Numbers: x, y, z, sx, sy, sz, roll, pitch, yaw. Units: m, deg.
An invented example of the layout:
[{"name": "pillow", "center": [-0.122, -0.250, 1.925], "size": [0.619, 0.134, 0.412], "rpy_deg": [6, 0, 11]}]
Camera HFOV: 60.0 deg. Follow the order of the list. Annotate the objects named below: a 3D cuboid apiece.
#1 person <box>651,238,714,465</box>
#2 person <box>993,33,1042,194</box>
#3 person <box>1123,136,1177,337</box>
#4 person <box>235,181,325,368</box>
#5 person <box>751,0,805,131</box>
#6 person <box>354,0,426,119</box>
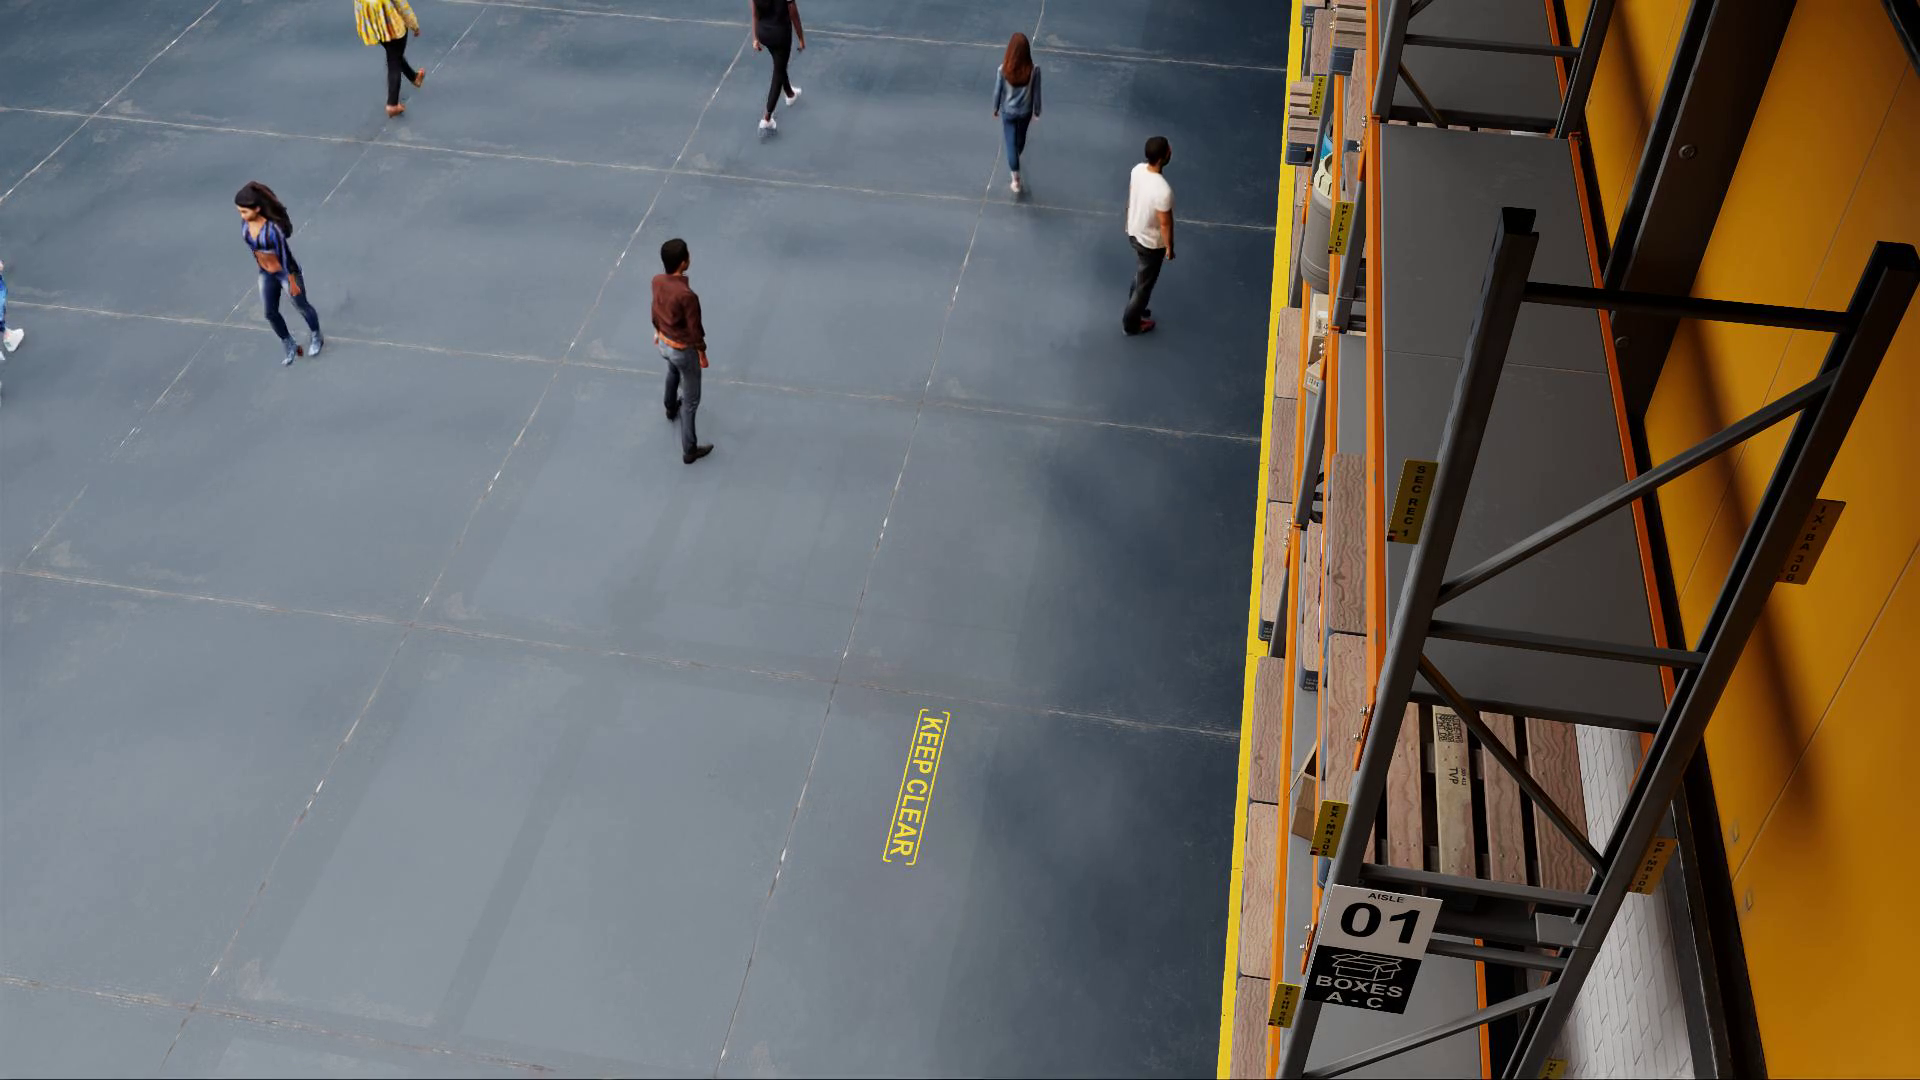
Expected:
[{"name": "person", "center": [-2.092, -1.411, 12.284], "size": [0.956, 1.741, 0.976], "rpy_deg": [34, 53, 31]}, {"name": "person", "center": [0.518, -3.840, 15.046], "size": [0.763, 1.448, 1.043], "rpy_deg": [-4, 44, -4]}, {"name": "person", "center": [1.421, -2.400, 13.294], "size": [0.841, 1.791, 0.756], "rpy_deg": [-18, 47, -18]}, {"name": "person", "center": [-5.326, -2.143, 13.149], "size": [0.711, 1.608, 0.726], "rpy_deg": [14, 45, 15]}, {"name": "person", "center": [-1.776, -4.714, 15.789], "size": [0.779, 1.689, 1.223], "rpy_deg": [15, 46, 15]}, {"name": "person", "center": [-5.534, -4.824, 16.003], "size": [0.800, 1.552, 1.079], "rpy_deg": [13, 45, 13]}]
